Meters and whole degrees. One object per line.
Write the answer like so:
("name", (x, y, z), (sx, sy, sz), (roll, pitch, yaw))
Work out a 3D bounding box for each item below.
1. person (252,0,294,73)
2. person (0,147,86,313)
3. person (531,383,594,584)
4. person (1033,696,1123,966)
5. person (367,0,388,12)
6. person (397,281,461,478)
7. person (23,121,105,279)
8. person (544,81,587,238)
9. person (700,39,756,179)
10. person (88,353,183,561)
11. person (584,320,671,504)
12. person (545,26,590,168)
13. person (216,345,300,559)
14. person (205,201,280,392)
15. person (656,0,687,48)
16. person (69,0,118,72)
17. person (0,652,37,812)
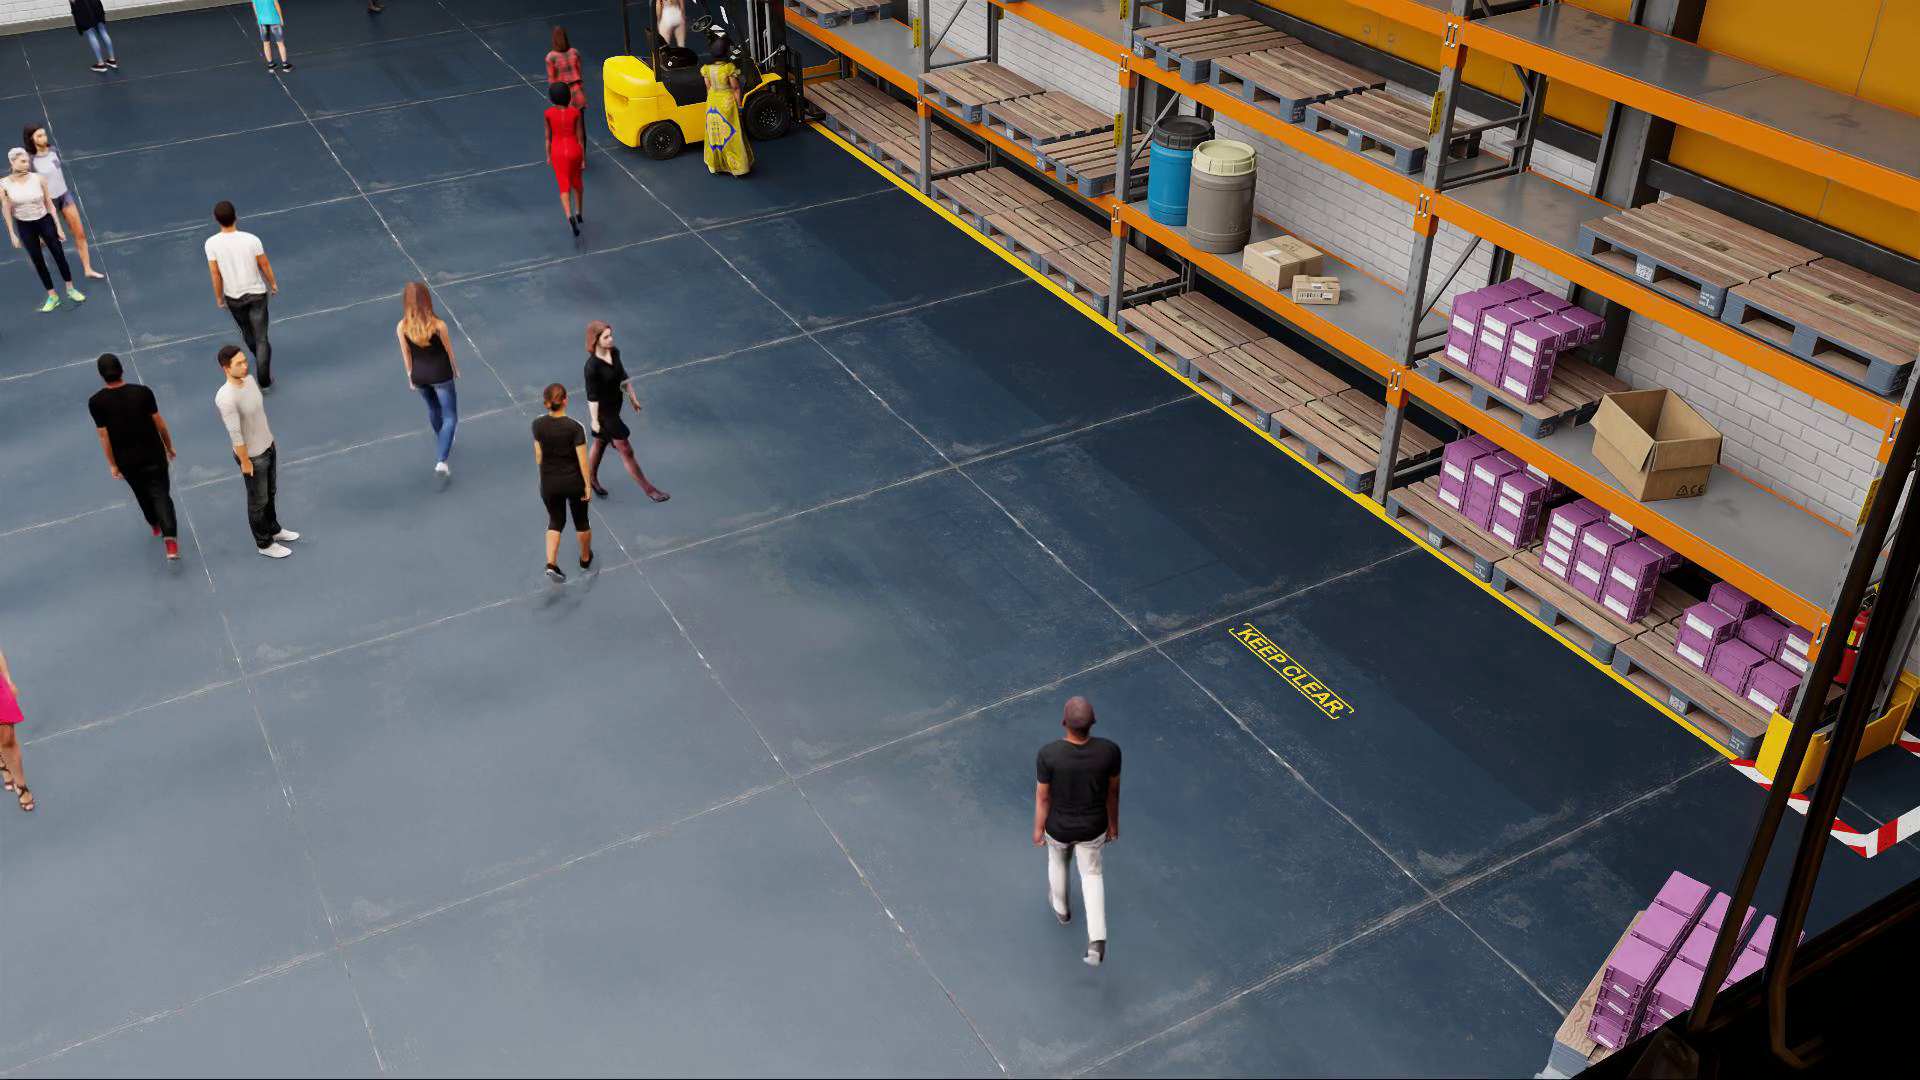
("person", (-9.749, -7.351, 23.437), (0.591, 1.449, 0.612), (-1, 34, -1))
("person", (-9.415, -3.161, 16.914), (0.634, 1.693, 0.529), (-8, 34, -12))
("person", (-3.078, -0.402, 12.798), (0.884, 1.653, 0.998), (6, 34, 8))
("person", (0.677, 1.692, 9.531), (0.927, 1.783, 1.149), (-4, 34, -6))
("person", (-9.227, -8.942, 25.953), (0.601, 1.312, 0.523), (2, 34, 3))
("person", (-4.504, -1.340, 14.173), (0.950, 1.694, 1.100), (3, 34, 5))
("person", (-9.601, -3.564, 17.508), (1.137, 1.704, 1.020), (13, 36, 19))
("person", (-4.352, -4.182, 18.428), (0.796, 1.716, 1.115), (-8, 34, -11))
("person", (-2.834, -5.197, 20.006), (0.966, 1.659, 1.061), (14, 36, 20))
("person", (-6.428, -0.617, 13.049), (0.721, 1.734, 1.165), (-13, 36, -19))
("person", (-2.988, -1.053, 13.763), (1.109, 1.668, 1.026), (9, 35, 14))
("person", (-4.722, -5.347, 20.233), (0.638, 1.657, 1.047), (-16, 37, -22))
("person", (-5.592, -0.717, 13.130), (0.794, 1.810, 0.664), (0, 34, 0))
("person", (-6.639, -2.228, 15.447), (0.855, 1.761, 1.180), (-9, 35, -13))
("person", (-3.954, -7.155, 22.995), (0.748, 1.612, 0.617), (-16, 37, -22))
("person", (-12.273, -7.476, 23.413), (0.732, 1.684, 0.720), (17, 37, 24))
("person", (-6.346, 0.939, 10.733), (0.596, 1.705, 0.715), (-17, 37, -24))
